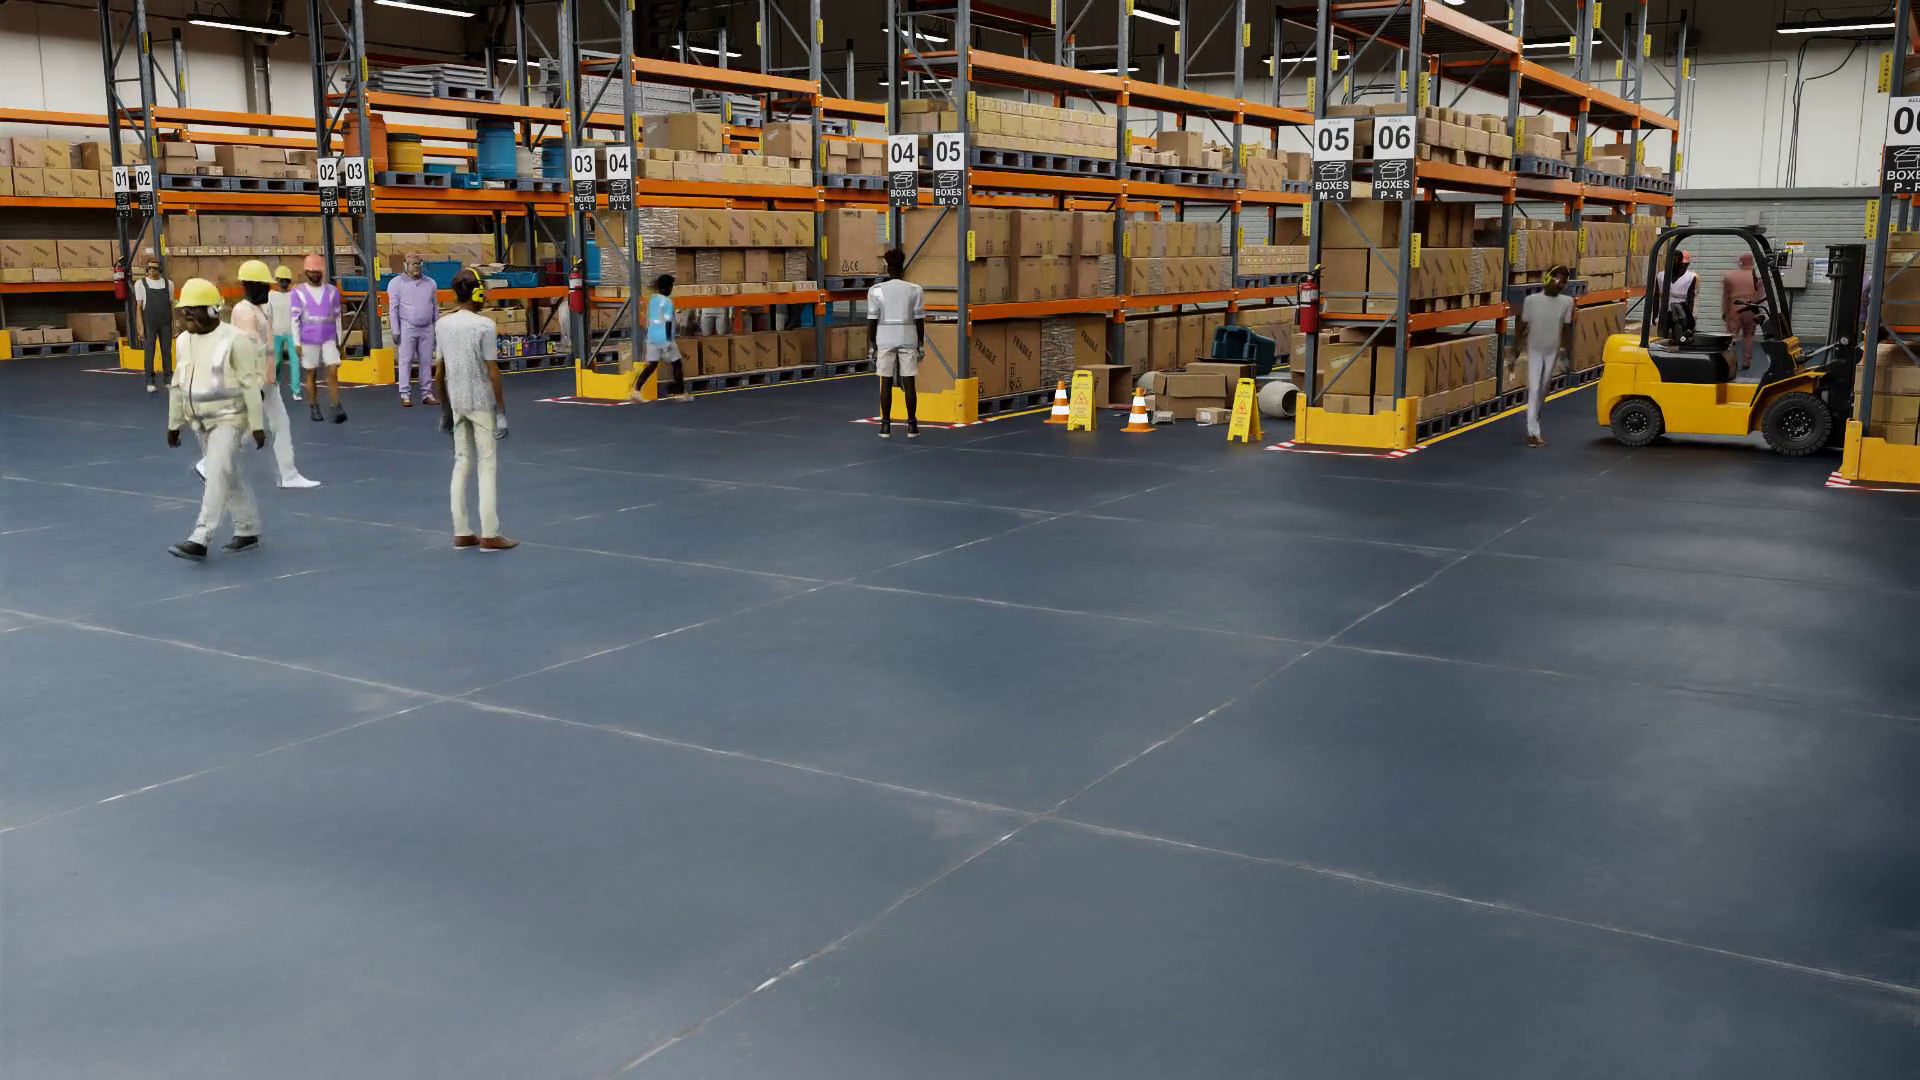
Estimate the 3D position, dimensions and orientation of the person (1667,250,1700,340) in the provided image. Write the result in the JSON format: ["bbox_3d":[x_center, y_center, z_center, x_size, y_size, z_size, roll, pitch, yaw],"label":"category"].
[{"bbox_3d":[11.604,-3.706,26.820,0.555,1.912,0.717,5,11,28],"label":"person"}]

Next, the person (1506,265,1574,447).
[{"bbox_3d":[5.860,-1.864,16.805,0.604,1.817,0.894,1,10,4],"label":"person"}]

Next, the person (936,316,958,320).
[{"bbox_3d":[-0.095,-3.012,22.594,0.606,2.035,0.403,7,12,33],"label":"person"}]

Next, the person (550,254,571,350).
[{"bbox_3d":[-7.543,-4.480,31.391,0.662,1.821,0.684,9,13,40],"label":"person"}]

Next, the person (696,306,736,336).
[{"bbox_3d":[-3.694,-3.417,25.152,0.625,1.934,0.364,1,10,3],"label":"person"}]

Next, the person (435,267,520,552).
[{"bbox_3d":[-3.201,-0.855,10.961,0.532,1.868,0.311,5,11,24],"label":"person"}]

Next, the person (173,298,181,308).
[{"bbox_3d":[-13.889,-4.182,29.690,0.621,1.838,0.430,2,10,10],"label":"person"}]

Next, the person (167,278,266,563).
[{"bbox_3d":[-4.833,-0.753,10.598,0.630,1.789,0.894,5,11,24],"label":"person"}]

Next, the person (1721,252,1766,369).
[{"bbox_3d":[12.586,-3.679,26.730,0.655,1.880,0.613,5,11,25],"label":"person"}]

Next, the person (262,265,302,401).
[{"bbox_3d":[-8.775,-2.688,21.576,0.520,1.740,0.732,-6,12,-29],"label":"person"}]

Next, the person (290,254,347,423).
[{"bbox_3d":[-7.194,-2.249,18.693,0.562,1.886,0.978,-6,12,-31],"label":"person"}]

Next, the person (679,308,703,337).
[{"bbox_3d":[-4.329,-3.759,26.908,1.067,1.987,0.617,-7,12,-35],"label":"person"}]

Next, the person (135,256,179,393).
[{"bbox_3d":[-10.941,-2.936,22.692,0.506,1.843,0.351,-9,14,-41],"label":"person"}]

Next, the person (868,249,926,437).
[{"bbox_3d":[-0.660,-2.047,17.362,0.602,1.966,0.368,0,10,-3],"label":"person"}]

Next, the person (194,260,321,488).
[{"bbox_3d":[-5.800,-1.332,13.575,0.897,1.896,0.599,-3,10,-15],"label":"person"}]

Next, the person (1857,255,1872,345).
[{"bbox_3d":[12.795,-3.179,23.844,0.585,1.920,0.392,6,12,31],"label":"person"}]

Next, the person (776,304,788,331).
[{"bbox_3d":[-3.094,-3.799,28.107,0.499,1.634,0.289,9,13,41],"label":"person"}]

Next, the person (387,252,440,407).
[{"bbox_3d":[-6.772,-2.621,20.744,0.642,1.909,0.399,-9,14,-41],"label":"person"}]

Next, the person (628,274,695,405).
[{"bbox_3d":[-3.818,-2.526,20.961,0.818,1.641,0.529,-10,14,-43],"label":"person"}]

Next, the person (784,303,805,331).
[{"bbox_3d":[-3.047,-4.288,29.832,0.612,1.996,0.389,6,12,30],"label":"person"}]

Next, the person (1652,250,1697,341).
[{"bbox_3d":[10.806,-3.426,25.219,0.592,1.920,0.392,7,12,35],"label":"person"}]

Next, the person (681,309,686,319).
[{"bbox_3d":[-5.284,-4.564,32.380,0.523,1.638,0.311,10,14,43],"label":"person"}]
